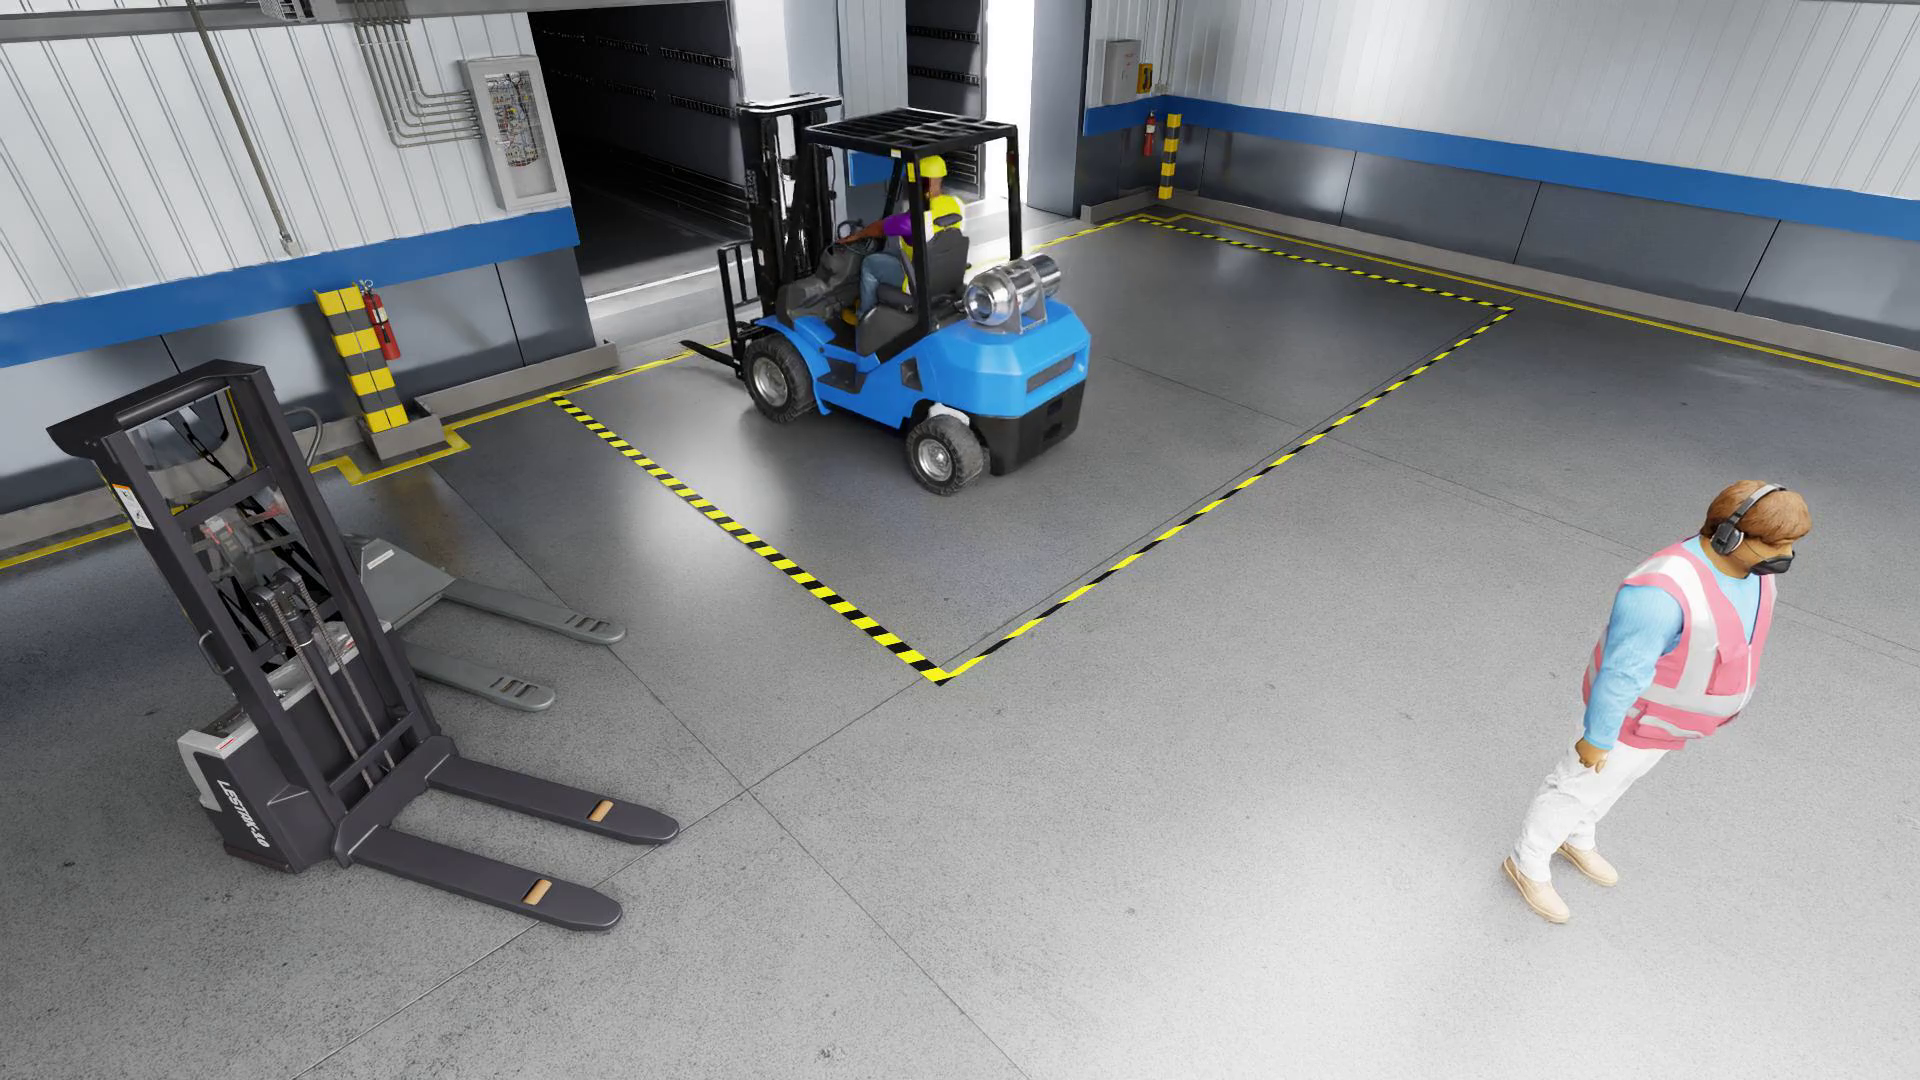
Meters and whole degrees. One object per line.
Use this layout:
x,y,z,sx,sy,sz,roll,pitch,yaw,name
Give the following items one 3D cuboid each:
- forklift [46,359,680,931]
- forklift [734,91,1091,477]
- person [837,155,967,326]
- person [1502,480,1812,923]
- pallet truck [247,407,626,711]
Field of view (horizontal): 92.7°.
-2.135,0.422,3.354,1.885,1.965,0.823,10,35,14,forklift
-0.405,-1.864,6.398,2.680,2.036,1.157,25,41,32,forklift
-0.446,-2.043,6.329,1.004,1.293,0.635,25,41,32,person
2.416,0.604,3.223,0.632,1.842,0.429,-17,38,-23,person
-2.628,0.038,4.590,1.601,1.201,0.680,12,36,18,pallet truck
